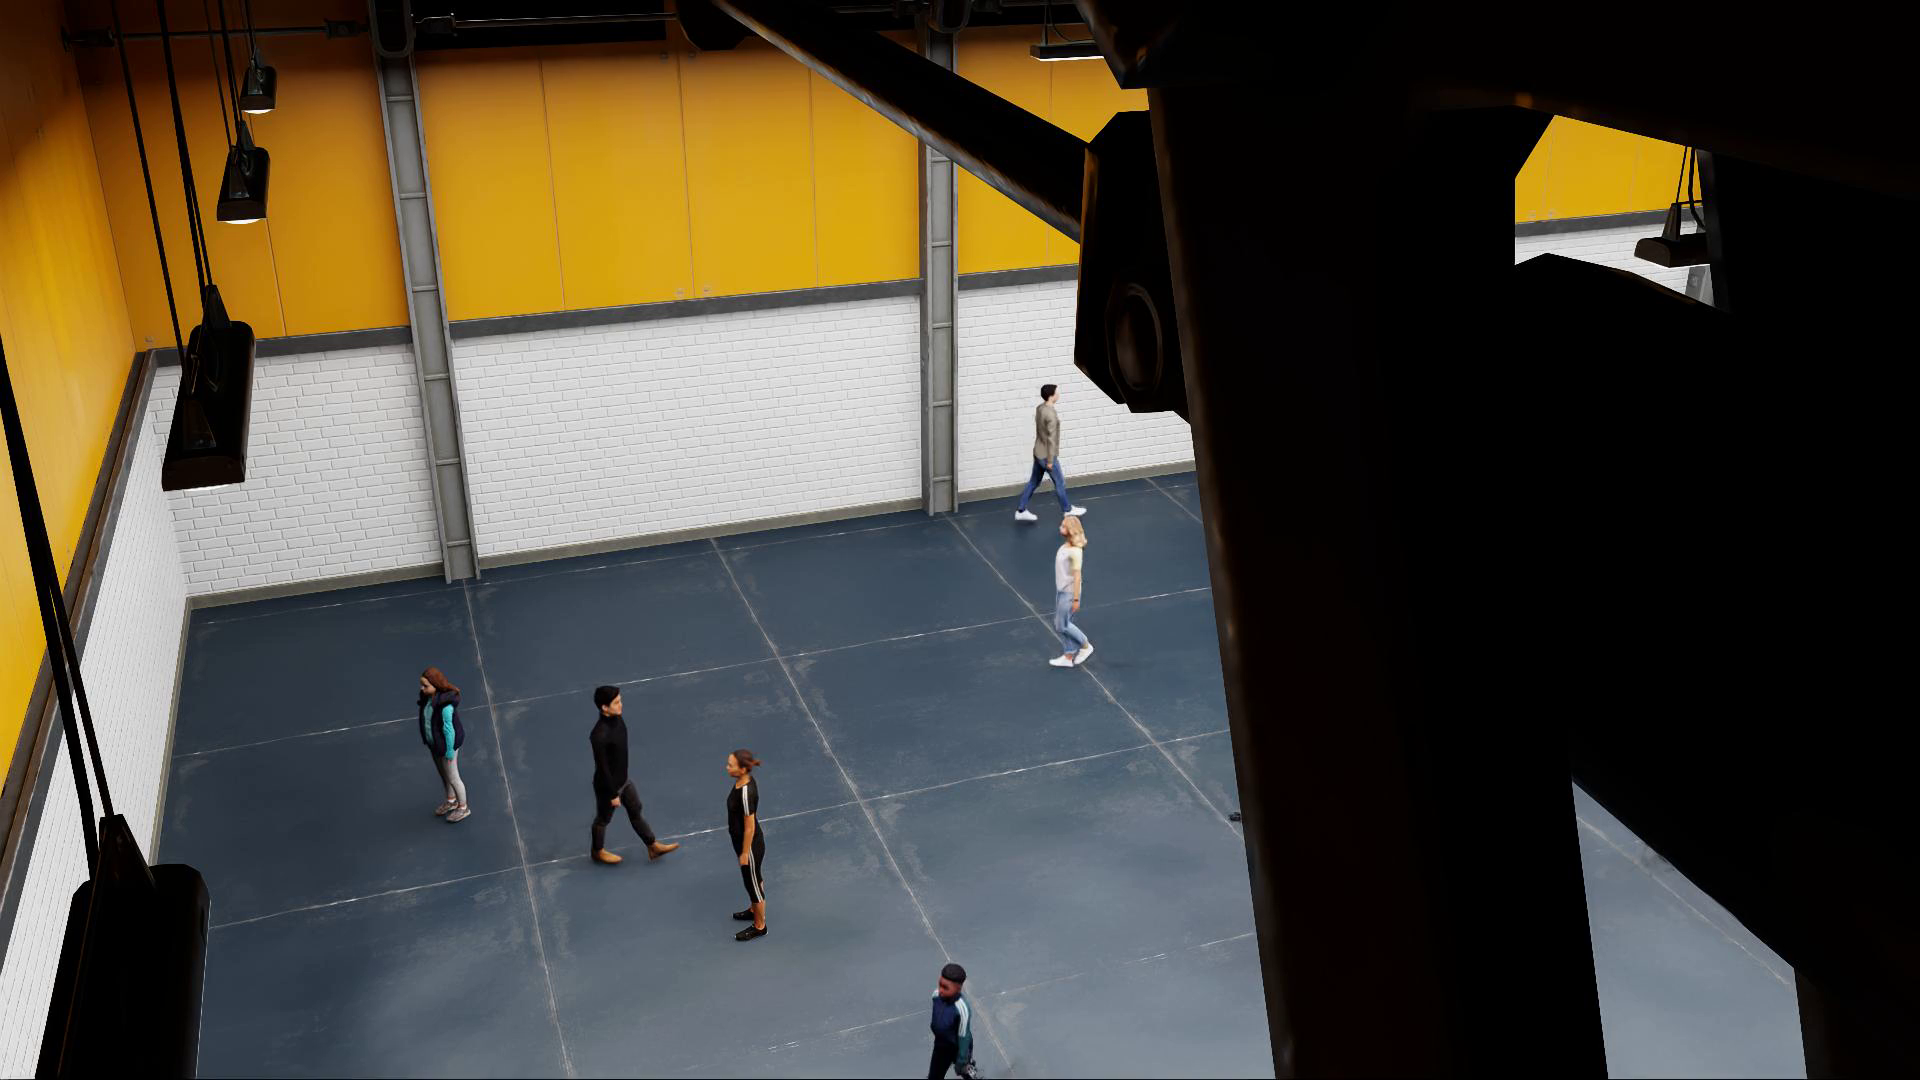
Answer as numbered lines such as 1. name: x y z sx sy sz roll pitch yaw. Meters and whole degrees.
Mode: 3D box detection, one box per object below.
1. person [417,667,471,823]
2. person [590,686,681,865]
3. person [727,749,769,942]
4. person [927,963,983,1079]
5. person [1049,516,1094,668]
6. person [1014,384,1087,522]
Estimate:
1. person: -4.574 1.785 14.731 0.685 1.500 0.650 -21 31 -39
2. person: -2.994 1.999 13.997 1.128 1.696 0.990 5 24 12
3. person: -1.677 2.379 13.161 0.560 1.670 0.613 -4 24 -10
4. person: -0.003 3.415 11.348 0.949 1.223 0.748 -22 32 -40
5. person: 1.215 0.551 17.287 0.748 1.714 0.698 -3 24 -8
6. person: 0.990 -1.054 20.829 1.132 1.818 0.687 -8 25 -17
